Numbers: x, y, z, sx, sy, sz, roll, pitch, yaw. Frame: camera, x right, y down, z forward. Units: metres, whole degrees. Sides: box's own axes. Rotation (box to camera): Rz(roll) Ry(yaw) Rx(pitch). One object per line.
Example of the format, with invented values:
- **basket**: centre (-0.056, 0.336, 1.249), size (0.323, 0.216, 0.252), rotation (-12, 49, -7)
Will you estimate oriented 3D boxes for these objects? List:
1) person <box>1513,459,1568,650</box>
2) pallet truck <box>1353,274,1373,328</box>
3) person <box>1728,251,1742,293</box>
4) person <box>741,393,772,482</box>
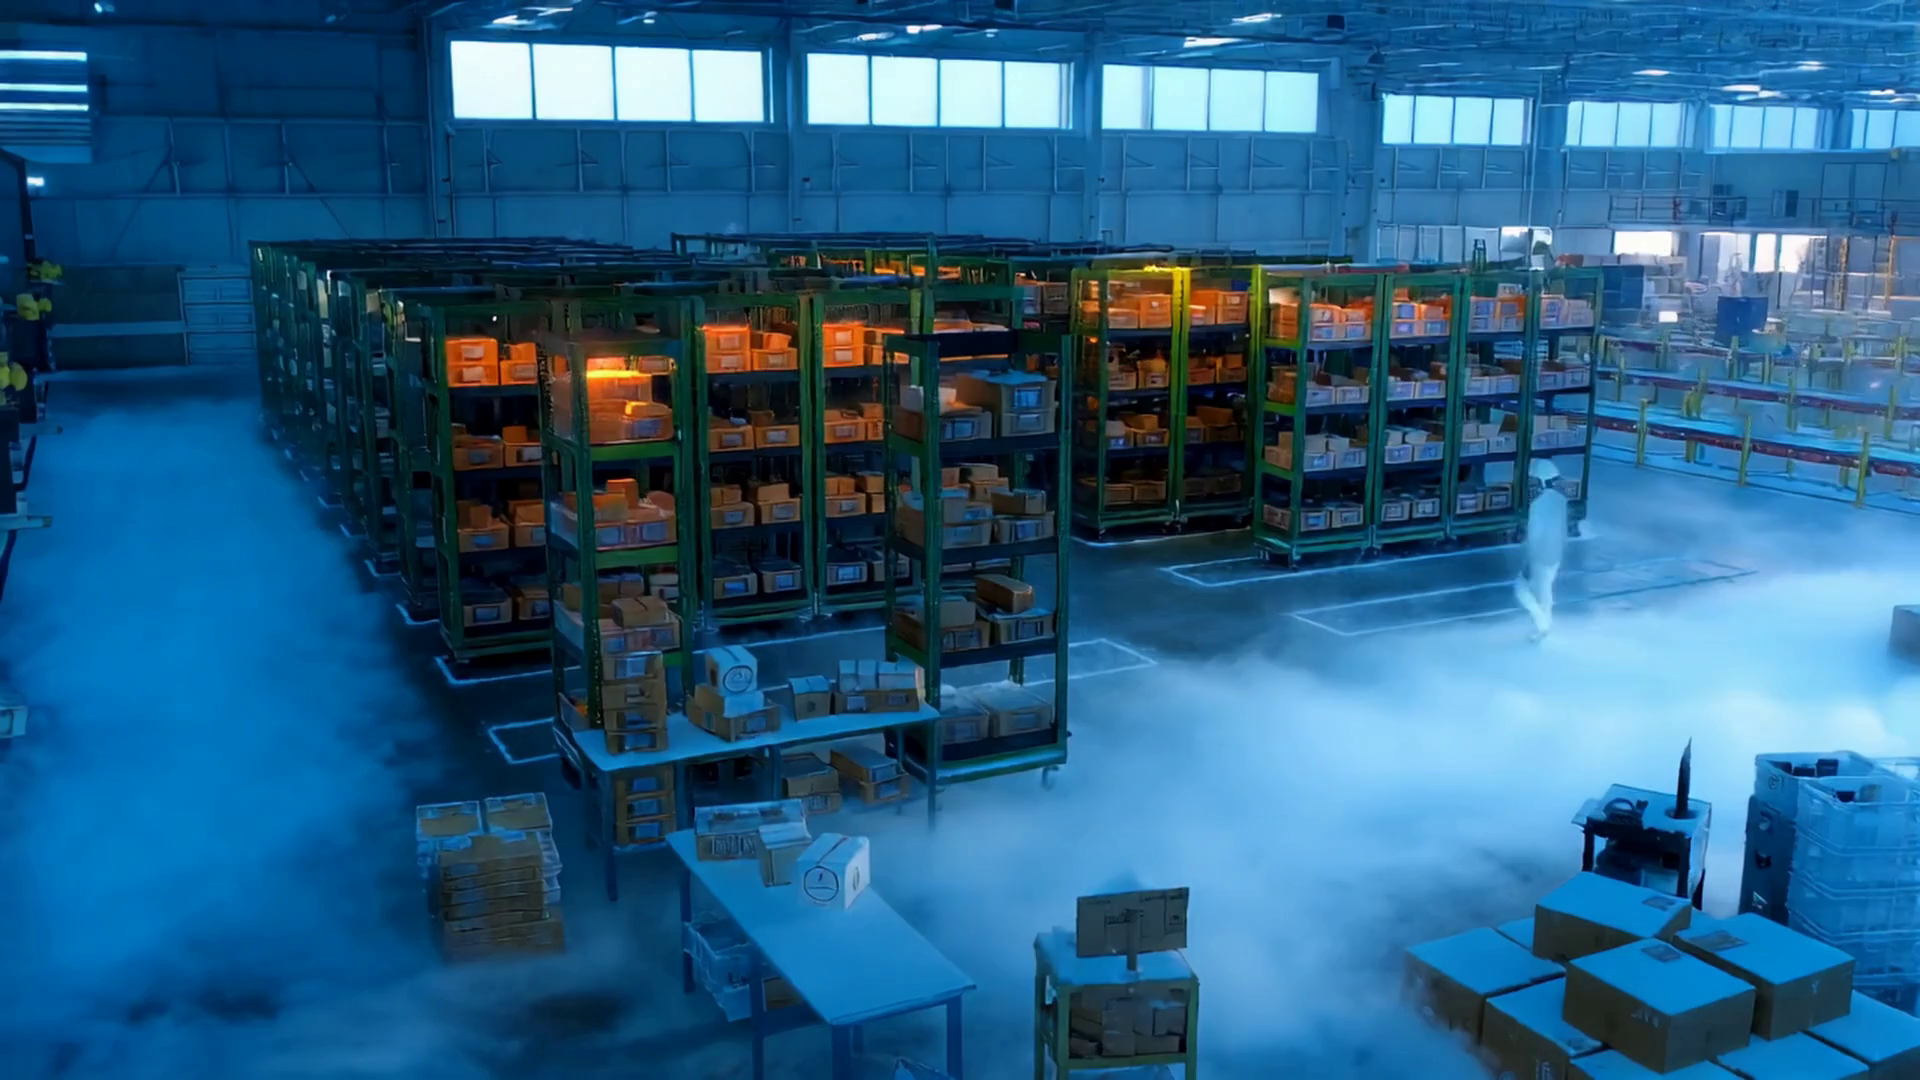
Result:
- **person**: centre (5.913, 0.166, 16.852), size (0.632, 1.977, 0.477), rotation (-8, 15, -34)
- **pallet truck**: centre (13.011, -8.050, 55.243), size (0.823, 1.965, 1.885), rotation (-7, 14, -28)
- **person**: centre (33.860, -11.697, 72.663), size (0.516, 1.842, 0.328), rotation (6, 14, 27)
- **person**: centre (-2.952, -1.303, 24.222), size (0.982, 1.785, 0.578), rotation (-1, 12, -4)
